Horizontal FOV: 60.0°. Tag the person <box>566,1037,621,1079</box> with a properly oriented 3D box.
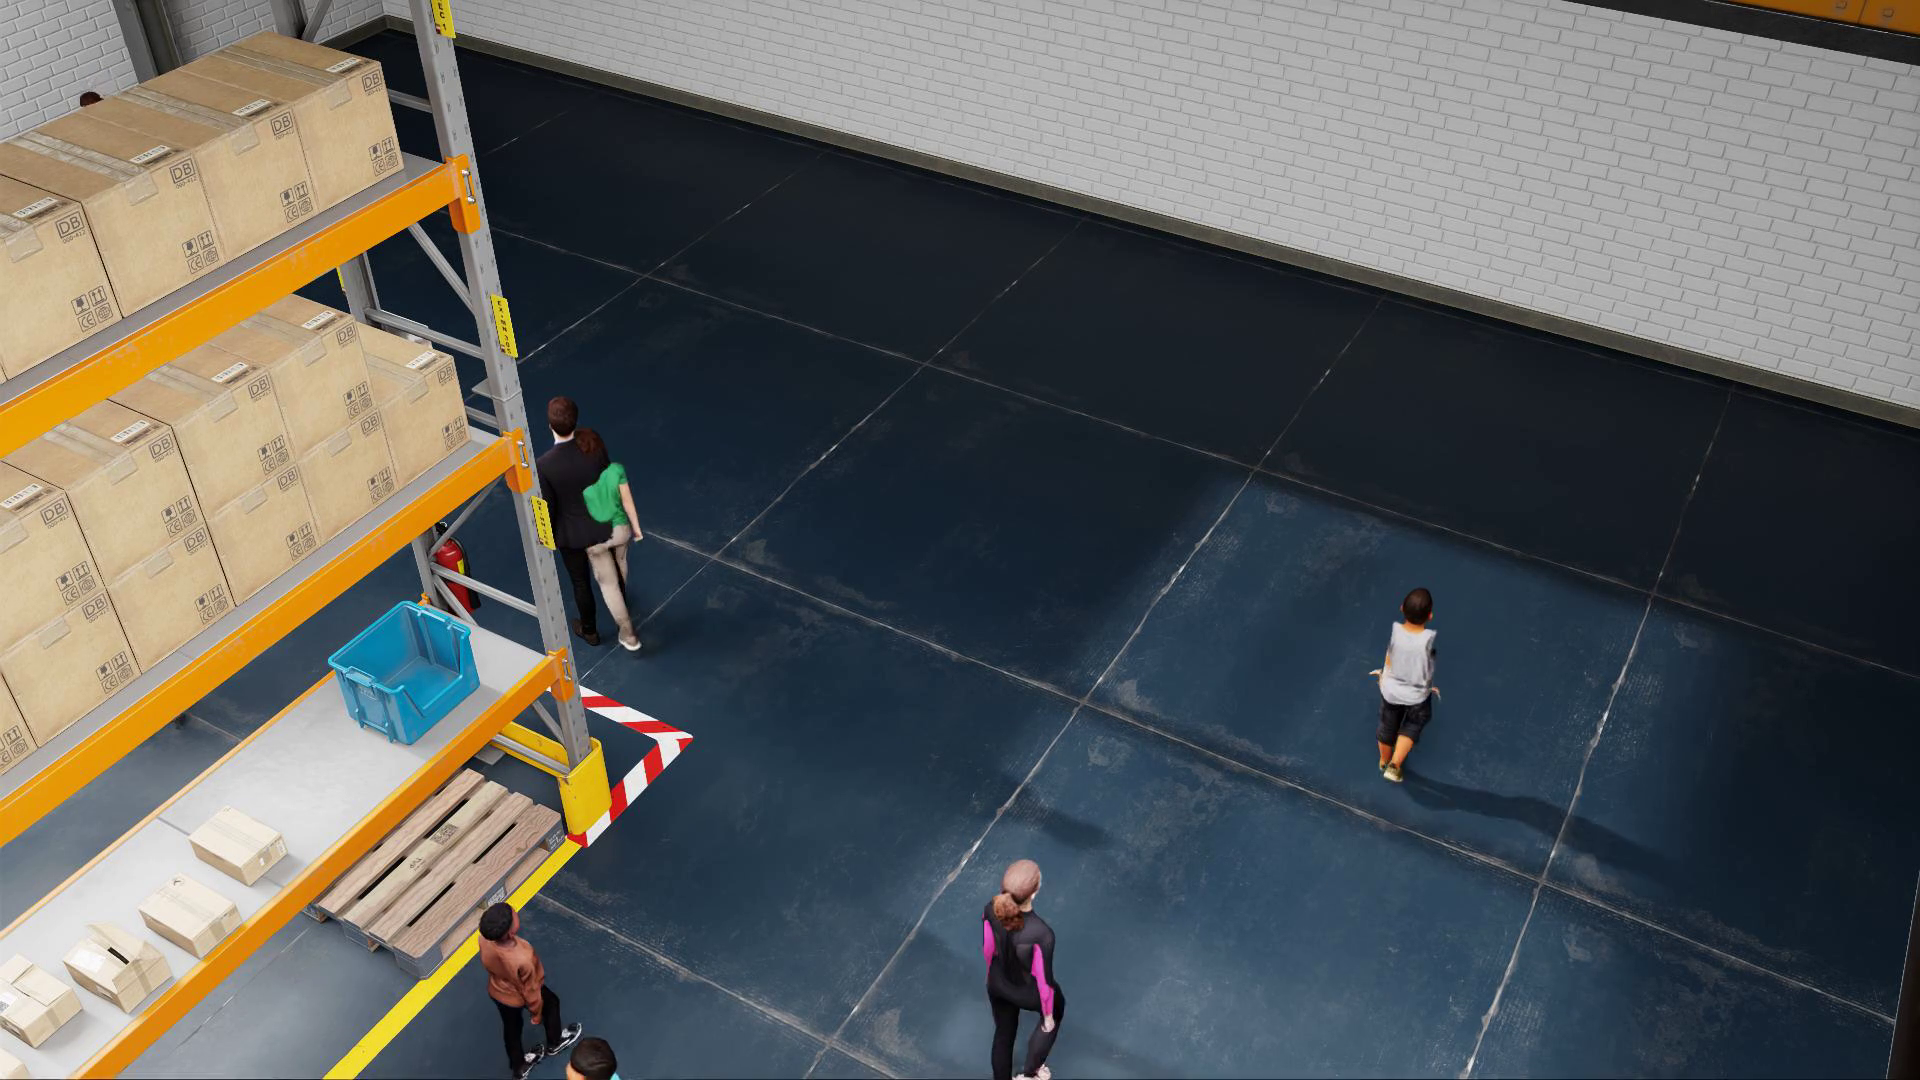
[{"bbox_3d":[-1.425,2.740,7.418,1.262,1.724,0.938,-26,45,-29],"label":"person"}]

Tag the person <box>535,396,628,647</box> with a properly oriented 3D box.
[{"bbox_3d":[-2.456,-0.108,10.847,0.734,1.894,0.850,-19,43,-23],"label":"person"}]

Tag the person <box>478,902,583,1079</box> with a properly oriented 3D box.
[{"bbox_3d":[-2.270,2.306,8.347,0.544,1.243,0.643,16,41,19],"label":"person"}]

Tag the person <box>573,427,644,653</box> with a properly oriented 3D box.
[{"bbox_3d":[-2.305,0.015,10.915,1.064,1.618,0.976,-20,43,-24],"label":"person"}]

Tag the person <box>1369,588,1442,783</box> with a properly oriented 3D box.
[{"bbox_3d":[2.670,0.875,9.973,0.626,1.449,0.667,16,41,19],"label":"person"}]

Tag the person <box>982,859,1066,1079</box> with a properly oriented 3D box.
[{"bbox_3d":[0.245,2.228,8.044,0.580,1.742,0.610,21,43,24],"label":"person"}]
